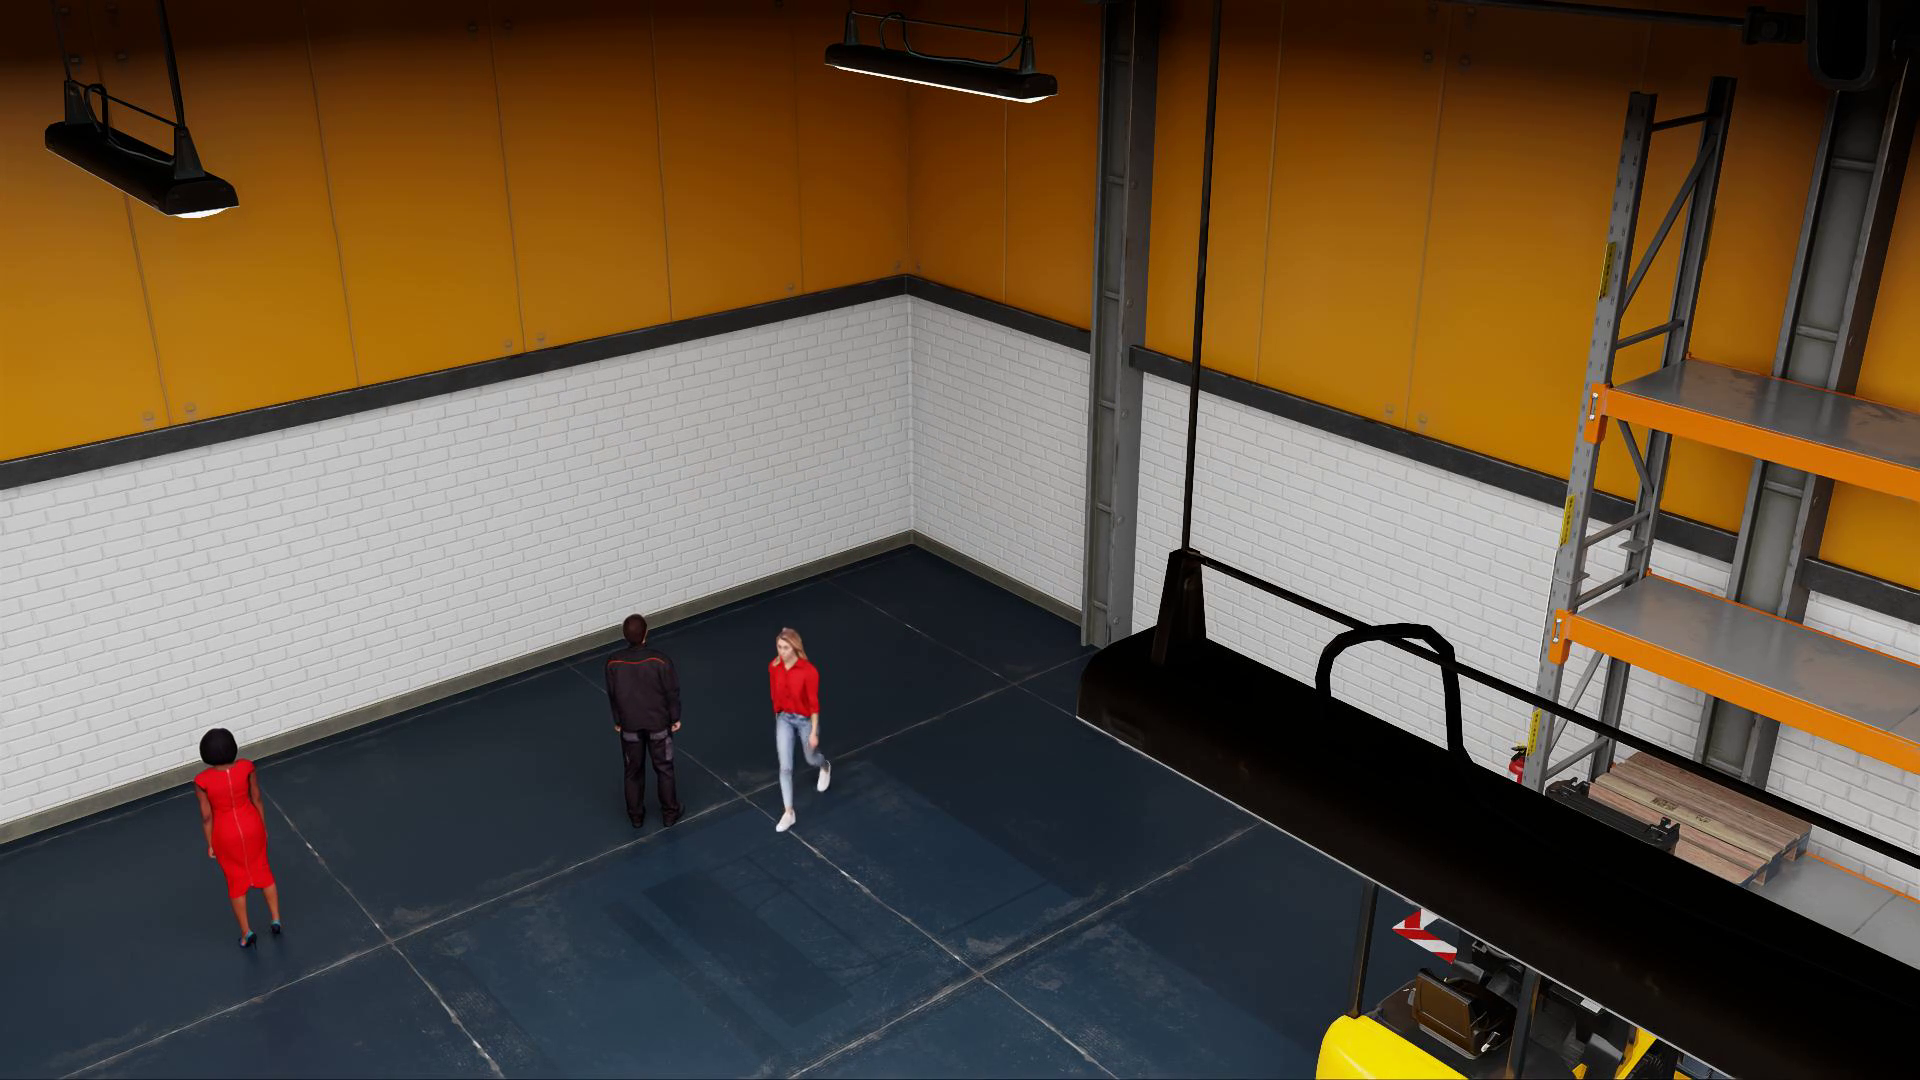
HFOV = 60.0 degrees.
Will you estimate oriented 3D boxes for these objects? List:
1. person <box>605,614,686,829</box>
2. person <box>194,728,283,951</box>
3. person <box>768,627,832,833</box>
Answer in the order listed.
[{"bbox_3d":[-2.464,1.417,13.001,0.791,1.840,0.820,0,24,-1],"label":"person"},{"bbox_3d":[-5.035,2.078,11.608,0.566,1.743,0.490,-18,29,-35],"label":"person"},{"bbox_3d":[-1.245,1.426,13.183,1.105,1.677,1.029,8,25,17],"label":"person"}]
